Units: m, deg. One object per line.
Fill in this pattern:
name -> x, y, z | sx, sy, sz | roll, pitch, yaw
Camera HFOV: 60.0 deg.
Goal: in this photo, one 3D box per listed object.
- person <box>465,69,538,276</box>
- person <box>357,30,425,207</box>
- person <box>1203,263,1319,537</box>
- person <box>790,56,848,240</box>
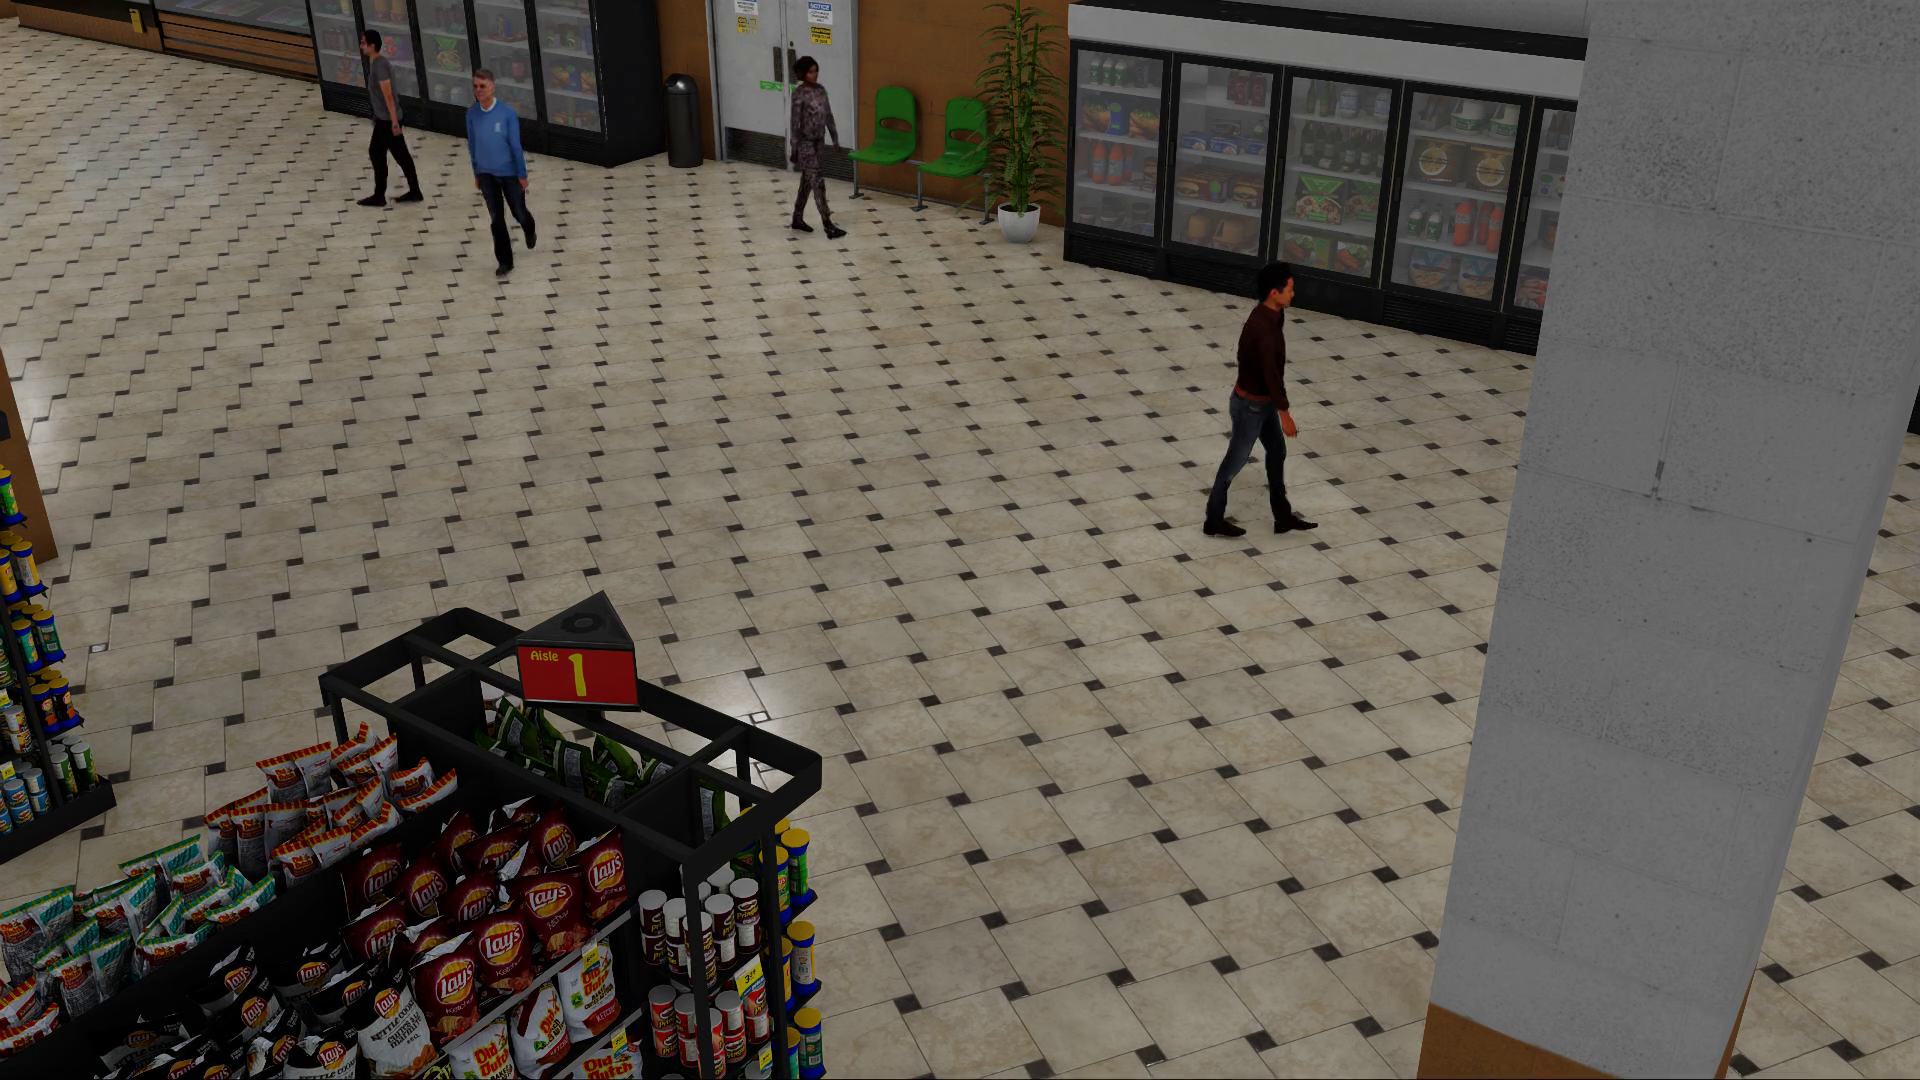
person -> -4.077, -3.312, 14.869 | 0.977, 1.795, 1.128 | 2, 27, 4
person -> -5.686, -4.248, 16.784 | 1.032, 1.732, 0.938 | -9, 28, -17
person -> 1.664, -0.799, 9.964 | 0.889, 1.750, 0.955 | 8, 28, 15
person -> -1.477, -3.727, 15.815 | 0.678, 1.681, 0.953 | 20, 33, 35
